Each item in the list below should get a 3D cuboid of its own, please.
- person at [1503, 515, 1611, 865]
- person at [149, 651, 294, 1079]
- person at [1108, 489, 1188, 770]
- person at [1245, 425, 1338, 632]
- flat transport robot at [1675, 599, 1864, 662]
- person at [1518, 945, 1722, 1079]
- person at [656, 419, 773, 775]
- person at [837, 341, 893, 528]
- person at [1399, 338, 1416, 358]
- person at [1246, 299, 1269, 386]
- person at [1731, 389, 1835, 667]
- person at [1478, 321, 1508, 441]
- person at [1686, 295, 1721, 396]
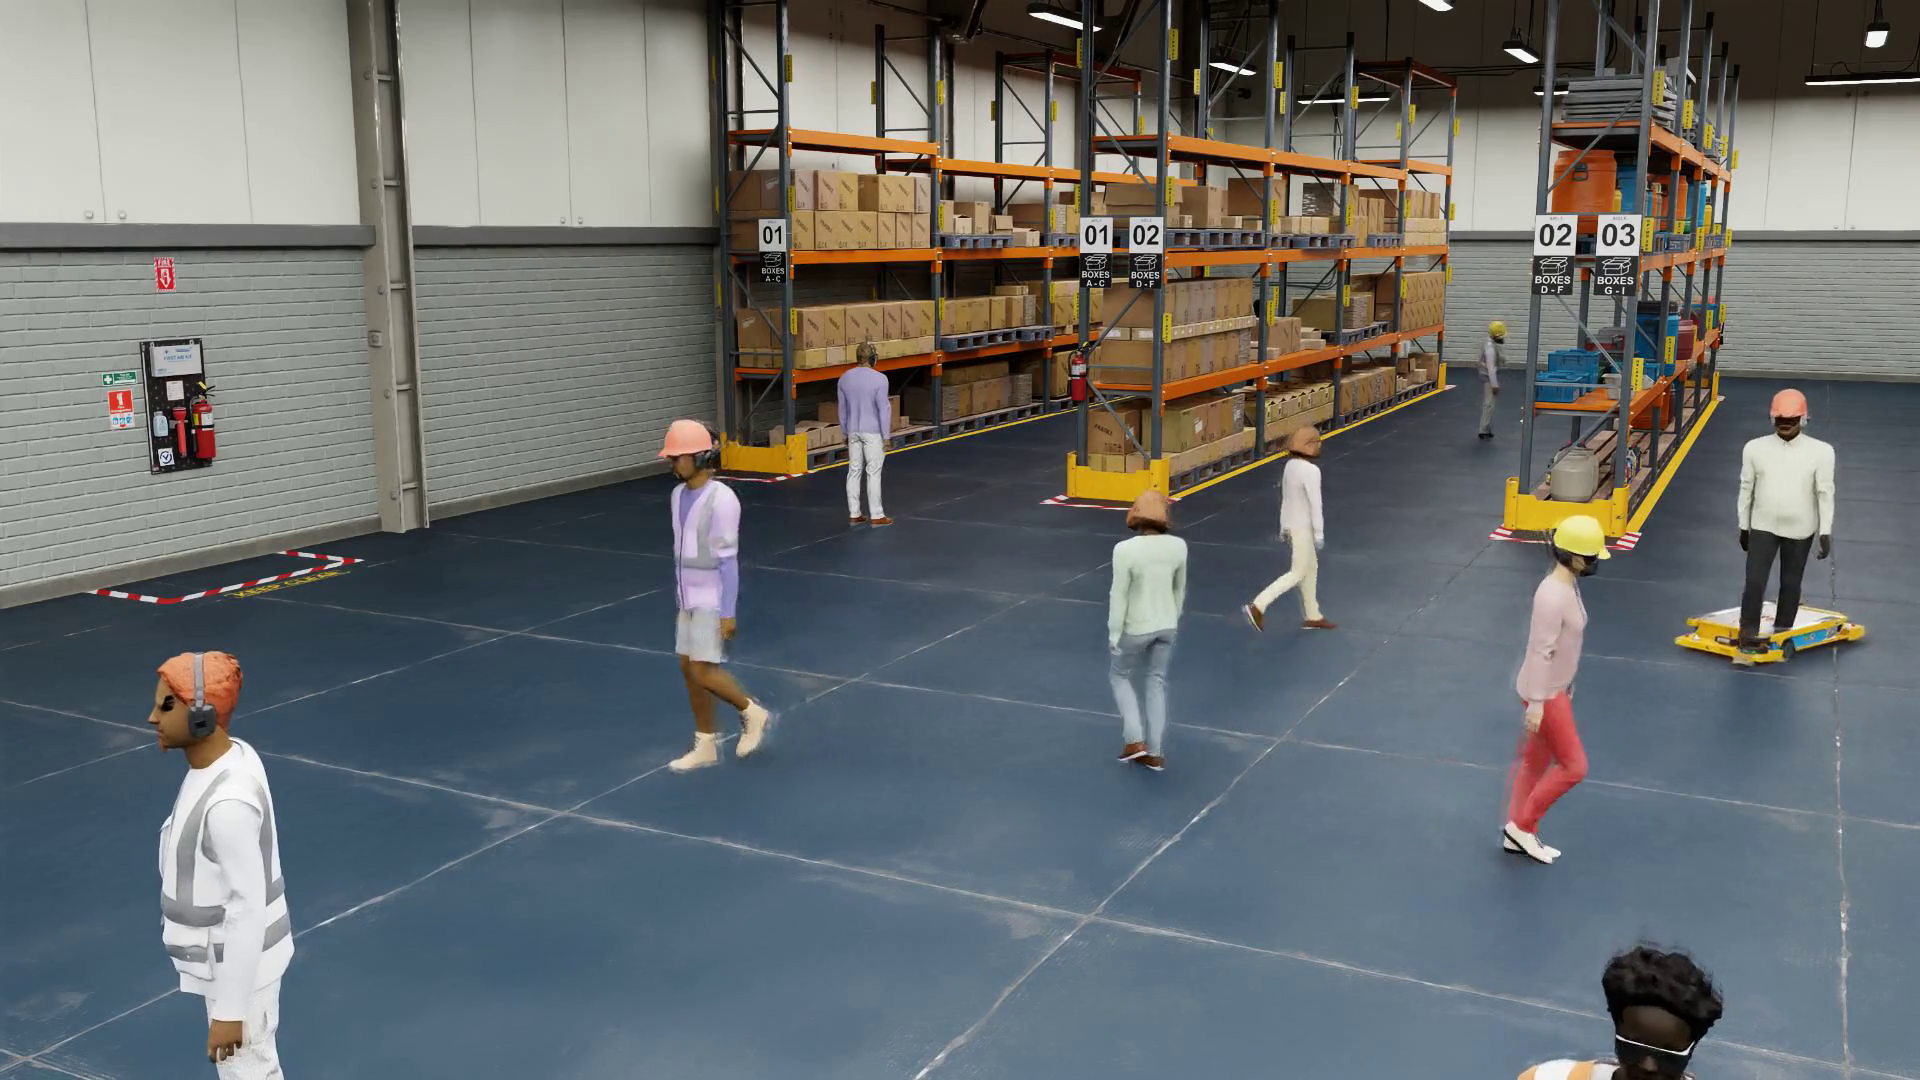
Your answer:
[{"bbox_3d":[2.823,0.729,7.924,0.452,1.736,0.629,5,12,27],"label":"person"},{"bbox_3d":[-2.107,1.235,4.787,0.353,1.883,0.573,-5,12,-26],"label":"person"},{"bbox_3d":[1.052,0.513,9.474,0.538,1.604,0.356,-5,11,-24],"label":"person"},{"bbox_3d":[2.556,-0.078,12.697,0.743,1.611,0.505,-2,11,-9],"label":"person"},{"bbox_3d":[6.015,0.658,12.331,1.431,0.197,0.652,-7,13,-34],"label":"flat transport robot"},{"bbox_3d":[1.363,1.588,3.373,0.544,1.684,0.517,7,12,32],"label":"person"},{"bbox_3d":[-1.416,0.324,9.358,0.536,2.023,0.634,-8,13,-39],"label":"person"},{"bbox_3d":[-0.986,-1.098,17.356,0.628,1.940,0.377,7,12,32],"label":"person"},{"bbox_3d":[9.389,-4.199,35.121,0.531,1.620,0.369,-4,11,-22],"label":"person"},{"bbox_3d":[5.051,-3.102,28.206,0.602,1.966,0.368,9,14,39],"label":"person"},{"bbox_3d":[5.749,-0.062,11.634,0.630,1.955,0.908,6,12,30],"label":"person"},{"bbox_3d":[7.914,-2.360,24.693,0.407,1.782,0.689,4,11,19],"label":"person"},{"bbox_3d":[14.162,-3.702,31.641,0.567,1.908,0.684,-6,12,-32],"label":"person"}]
